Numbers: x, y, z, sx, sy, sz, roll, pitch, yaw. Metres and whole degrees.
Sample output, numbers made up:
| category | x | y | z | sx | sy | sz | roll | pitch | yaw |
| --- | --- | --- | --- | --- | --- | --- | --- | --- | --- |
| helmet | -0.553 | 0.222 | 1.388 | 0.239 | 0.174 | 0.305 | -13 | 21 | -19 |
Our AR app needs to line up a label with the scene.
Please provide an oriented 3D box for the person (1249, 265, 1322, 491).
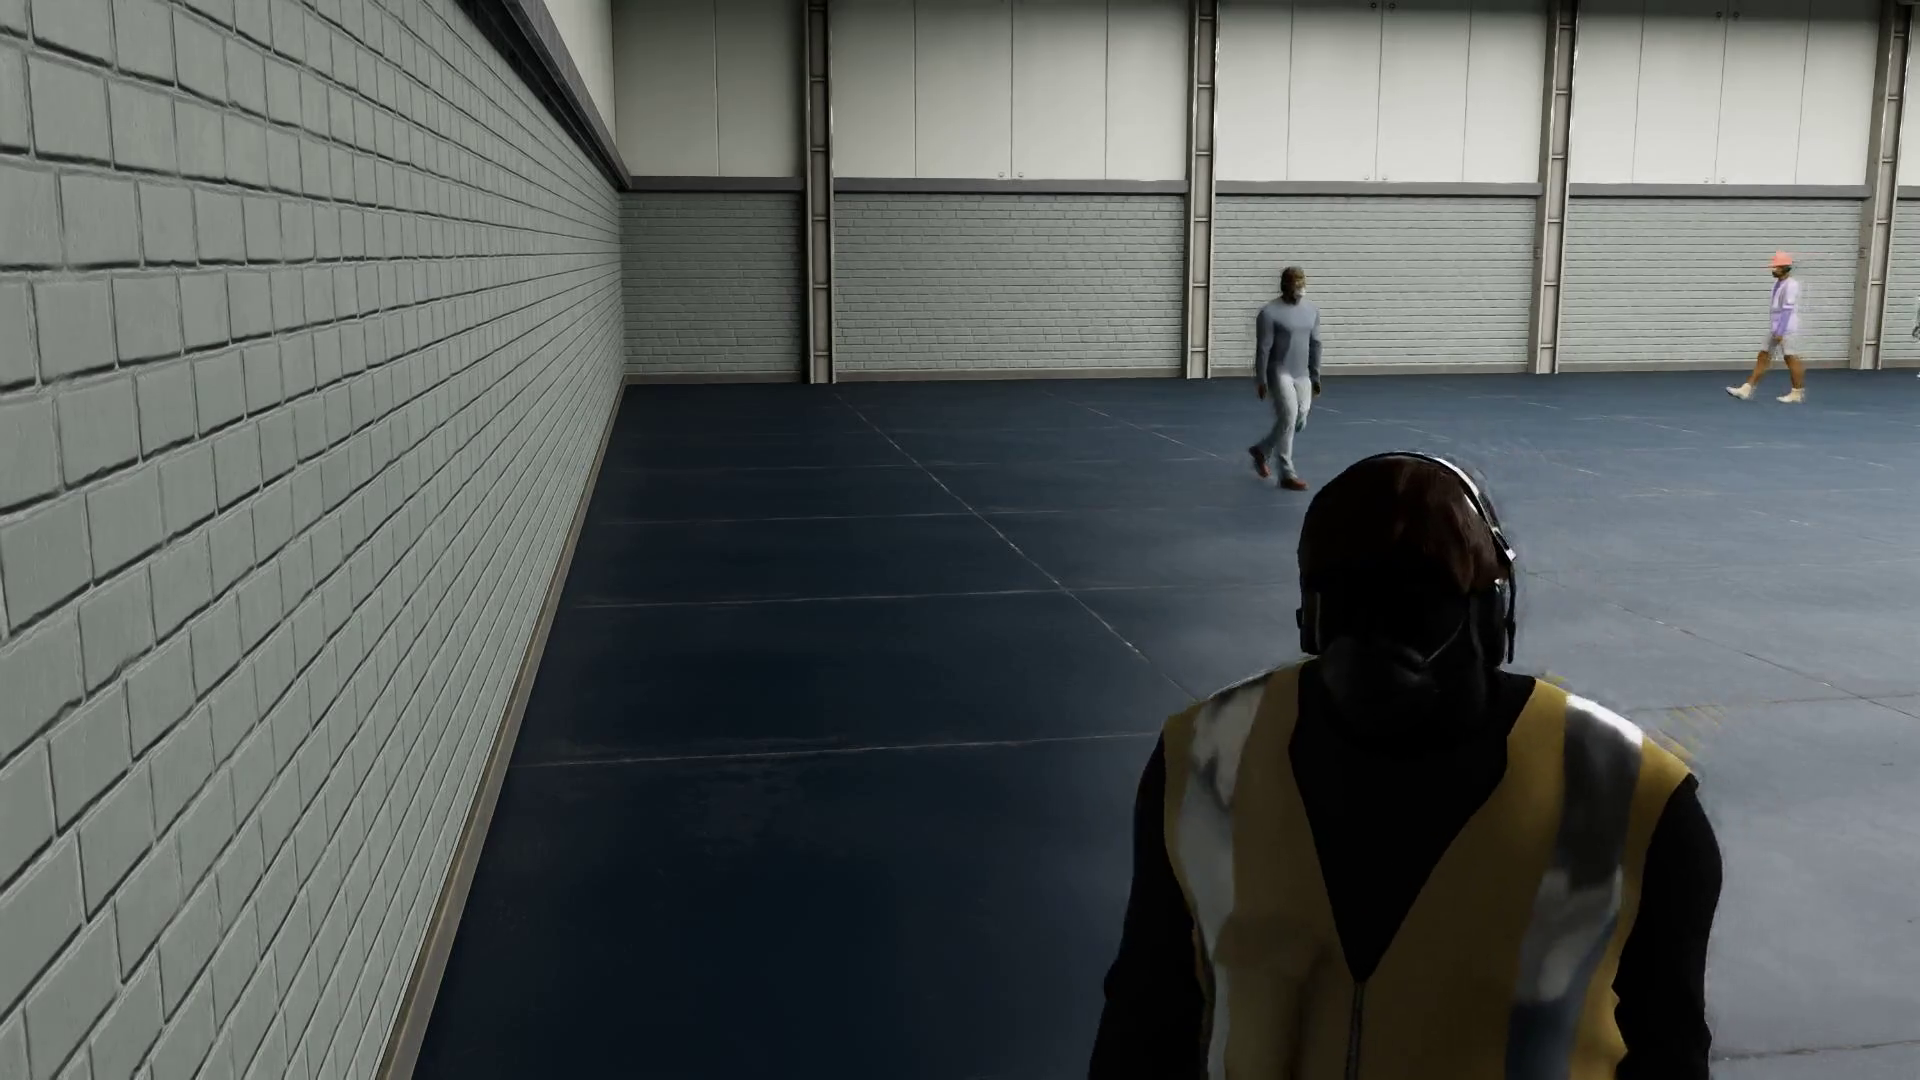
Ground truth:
| category | x | y | z | sx | sy | sz | roll | pitch | yaw |
| --- | --- | --- | --- | --- | --- | --- | --- | --- | --- |
| person | 2.761 | -1.400 | 14.285 | 0.632 | 1.914 | 0.764 | -6 | 12 | -32 |

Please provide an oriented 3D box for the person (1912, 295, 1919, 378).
| category | x | y | z | sx | sy | sz | roll | pitch | yaw |
| --- | --- | --- | --- | --- | --- | --- | --- | --- | --- |
| person | 15.619 | -3.397 | 26.709 | 0.845 | 1.585 | 0.520 | -8 | 13 | -39 |

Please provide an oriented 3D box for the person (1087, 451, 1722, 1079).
| category | x | y | z | sx | sy | sz | roll | pitch | yaw |
| --- | --- | --- | --- | --- | --- | --- | --- | --- | --- |
| person | 0.407 | 0.821 | 1.755 | 0.647 | 1.812 | 0.771 | 6 | 11 | 29 |

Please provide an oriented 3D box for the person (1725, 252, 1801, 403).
| category | x | y | z | sx | sy | sz | roll | pitch | yaw |
| --- | --- | --- | --- | --- | --- | --- | --- | --- | --- |
| person | 10.782 | -2.805 | 22.105 | 1.003 | 1.995 | 0.639 | 1 | 10 | 4 |
